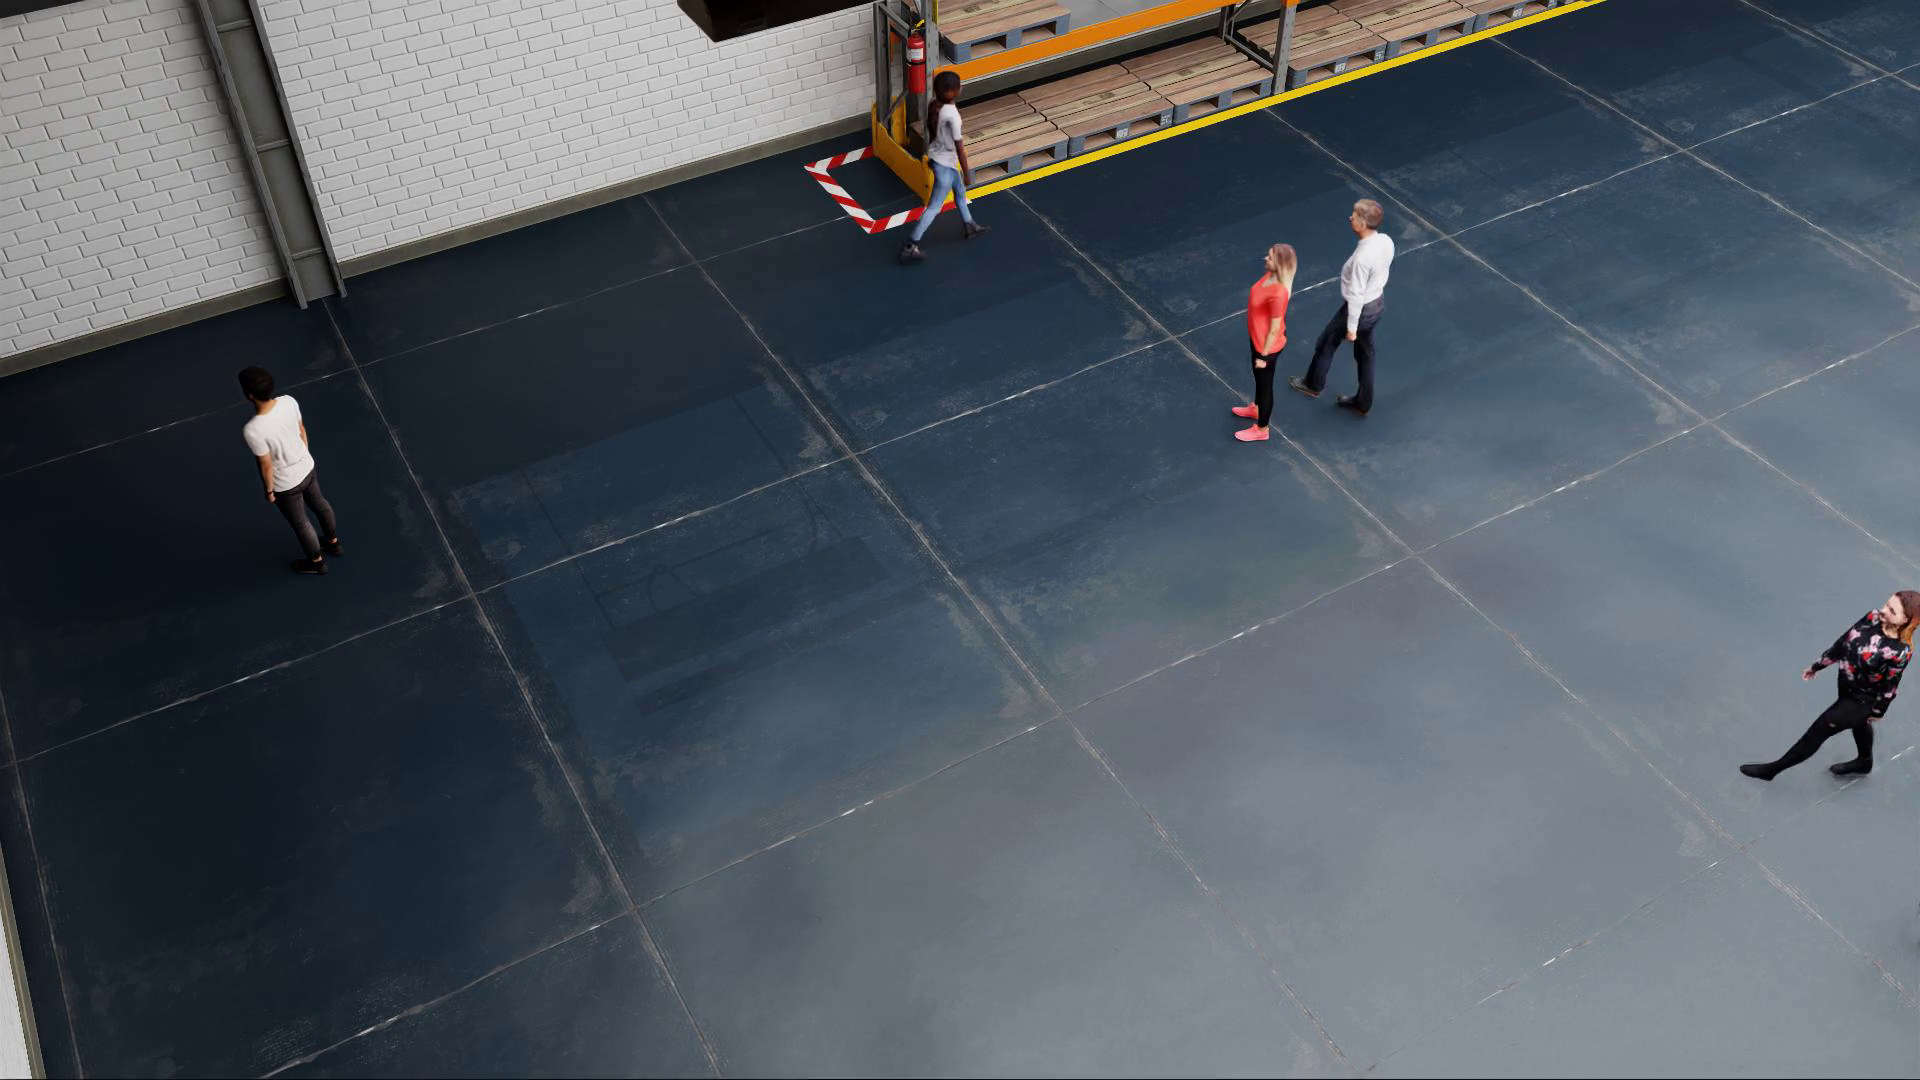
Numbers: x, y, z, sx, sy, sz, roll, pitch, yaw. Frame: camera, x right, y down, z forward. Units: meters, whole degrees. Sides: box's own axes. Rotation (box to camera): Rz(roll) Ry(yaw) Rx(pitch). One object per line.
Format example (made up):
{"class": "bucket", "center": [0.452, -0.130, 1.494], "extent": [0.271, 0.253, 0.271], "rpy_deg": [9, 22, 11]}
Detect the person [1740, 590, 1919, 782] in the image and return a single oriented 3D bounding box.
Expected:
{"class": "person", "center": [5.440, 0.902, 9.938], "extent": [1.144, 1.632, 0.951], "rpy_deg": [1, 44, 2]}

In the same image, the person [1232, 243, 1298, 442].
{"class": "person", "center": [2.295, -1.485, 12.399], "extent": [0.706, 1.694, 0.677], "rpy_deg": [4, 44, 4]}

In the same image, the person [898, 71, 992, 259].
{"class": "person", "center": [-0.204, -3.146, 14.156], "extent": [1.175, 1.675, 0.691], "rpy_deg": [-17, 46, -17]}

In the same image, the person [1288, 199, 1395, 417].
{"class": "person", "center": [3.095, -1.695, 12.555], "extent": [0.923, 1.783, 0.977], "rpy_deg": [30, 51, 28]}

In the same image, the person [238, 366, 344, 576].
{"class": "person", "center": [-4.568, -0.478, 11.322], "extent": [0.762, 1.722, 0.685], "rpy_deg": [14, 45, 14]}
